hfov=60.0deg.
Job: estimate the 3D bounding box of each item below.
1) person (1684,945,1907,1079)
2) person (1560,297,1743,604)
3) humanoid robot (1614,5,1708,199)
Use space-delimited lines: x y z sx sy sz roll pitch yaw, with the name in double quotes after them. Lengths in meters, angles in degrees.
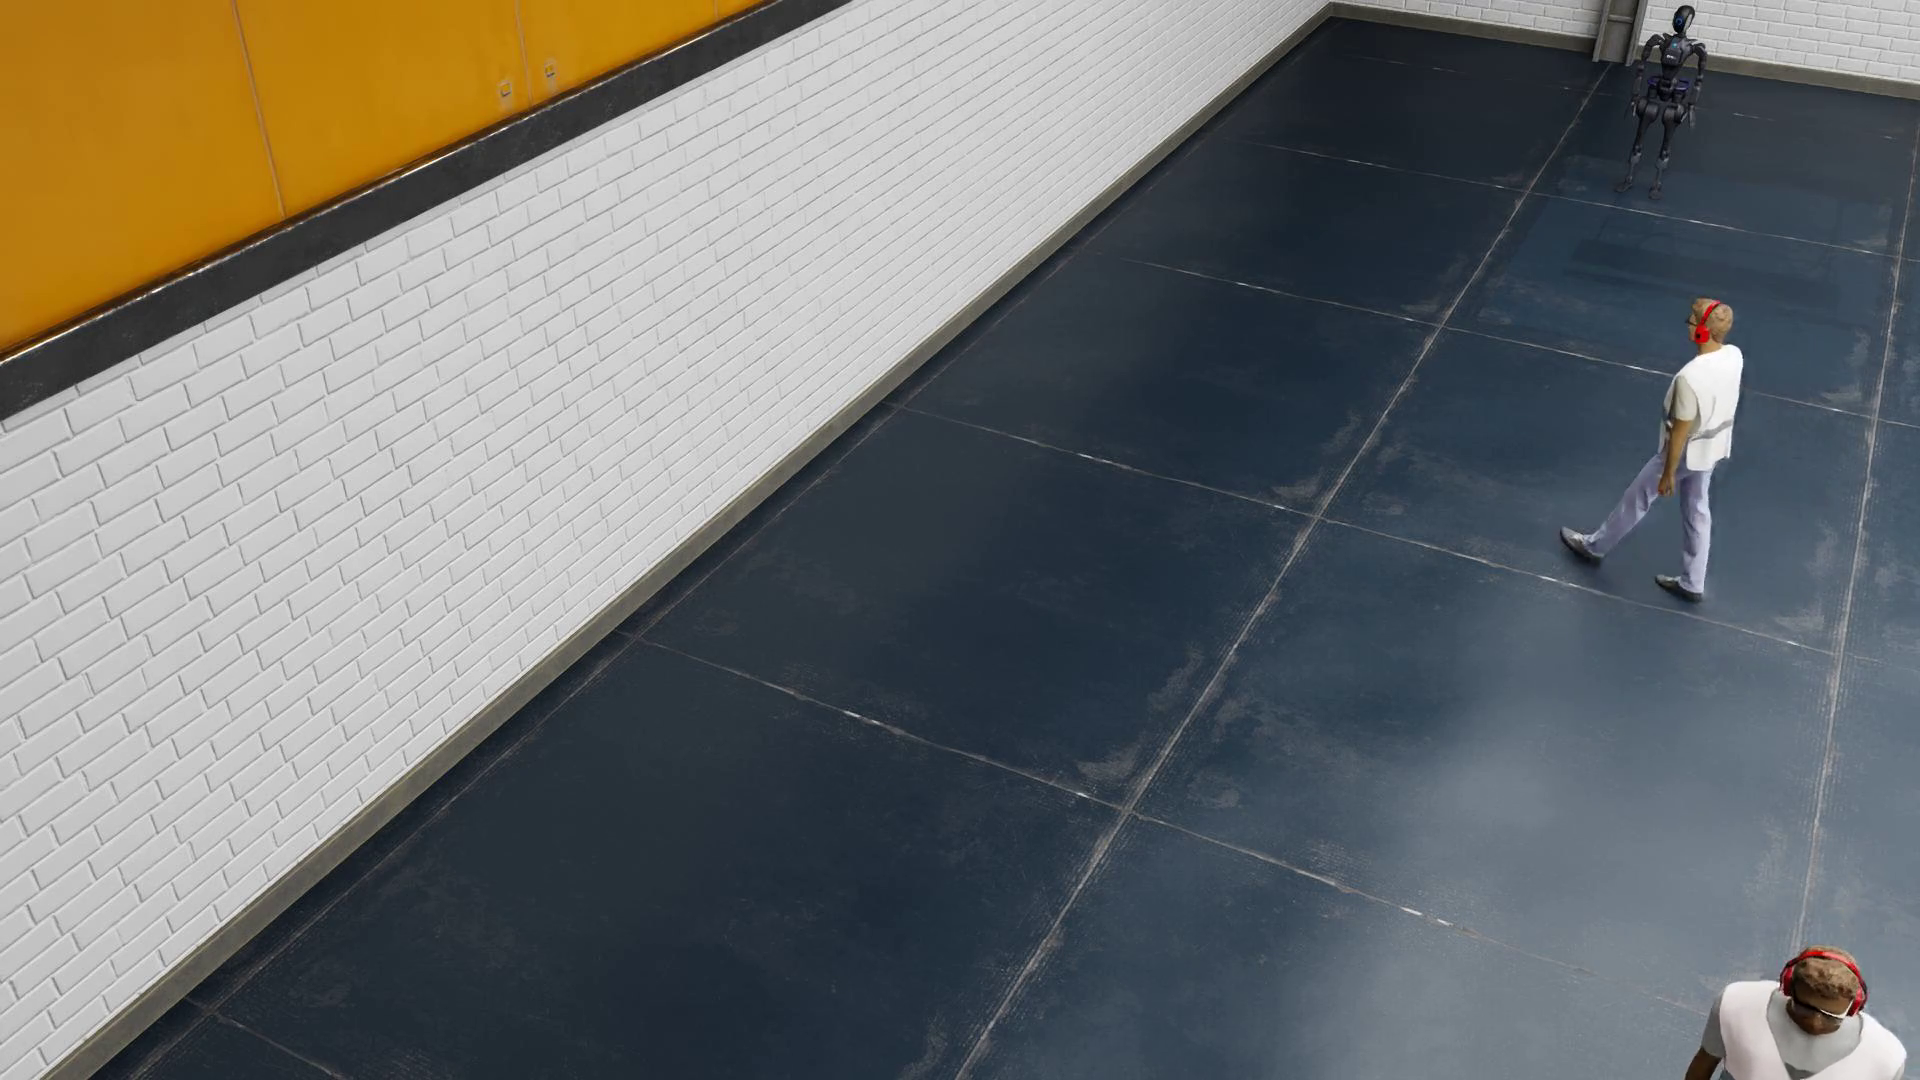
2.705 2.012 5.580 0.594 1.832 0.464 19 38 26 "person"
4.007 -0.539 9.406 0.601 1.797 0.934 -24 40 -31 "person"
6.061 -3.765 14.305 0.599 1.657 0.315 21 39 28 "humanoid robot"
